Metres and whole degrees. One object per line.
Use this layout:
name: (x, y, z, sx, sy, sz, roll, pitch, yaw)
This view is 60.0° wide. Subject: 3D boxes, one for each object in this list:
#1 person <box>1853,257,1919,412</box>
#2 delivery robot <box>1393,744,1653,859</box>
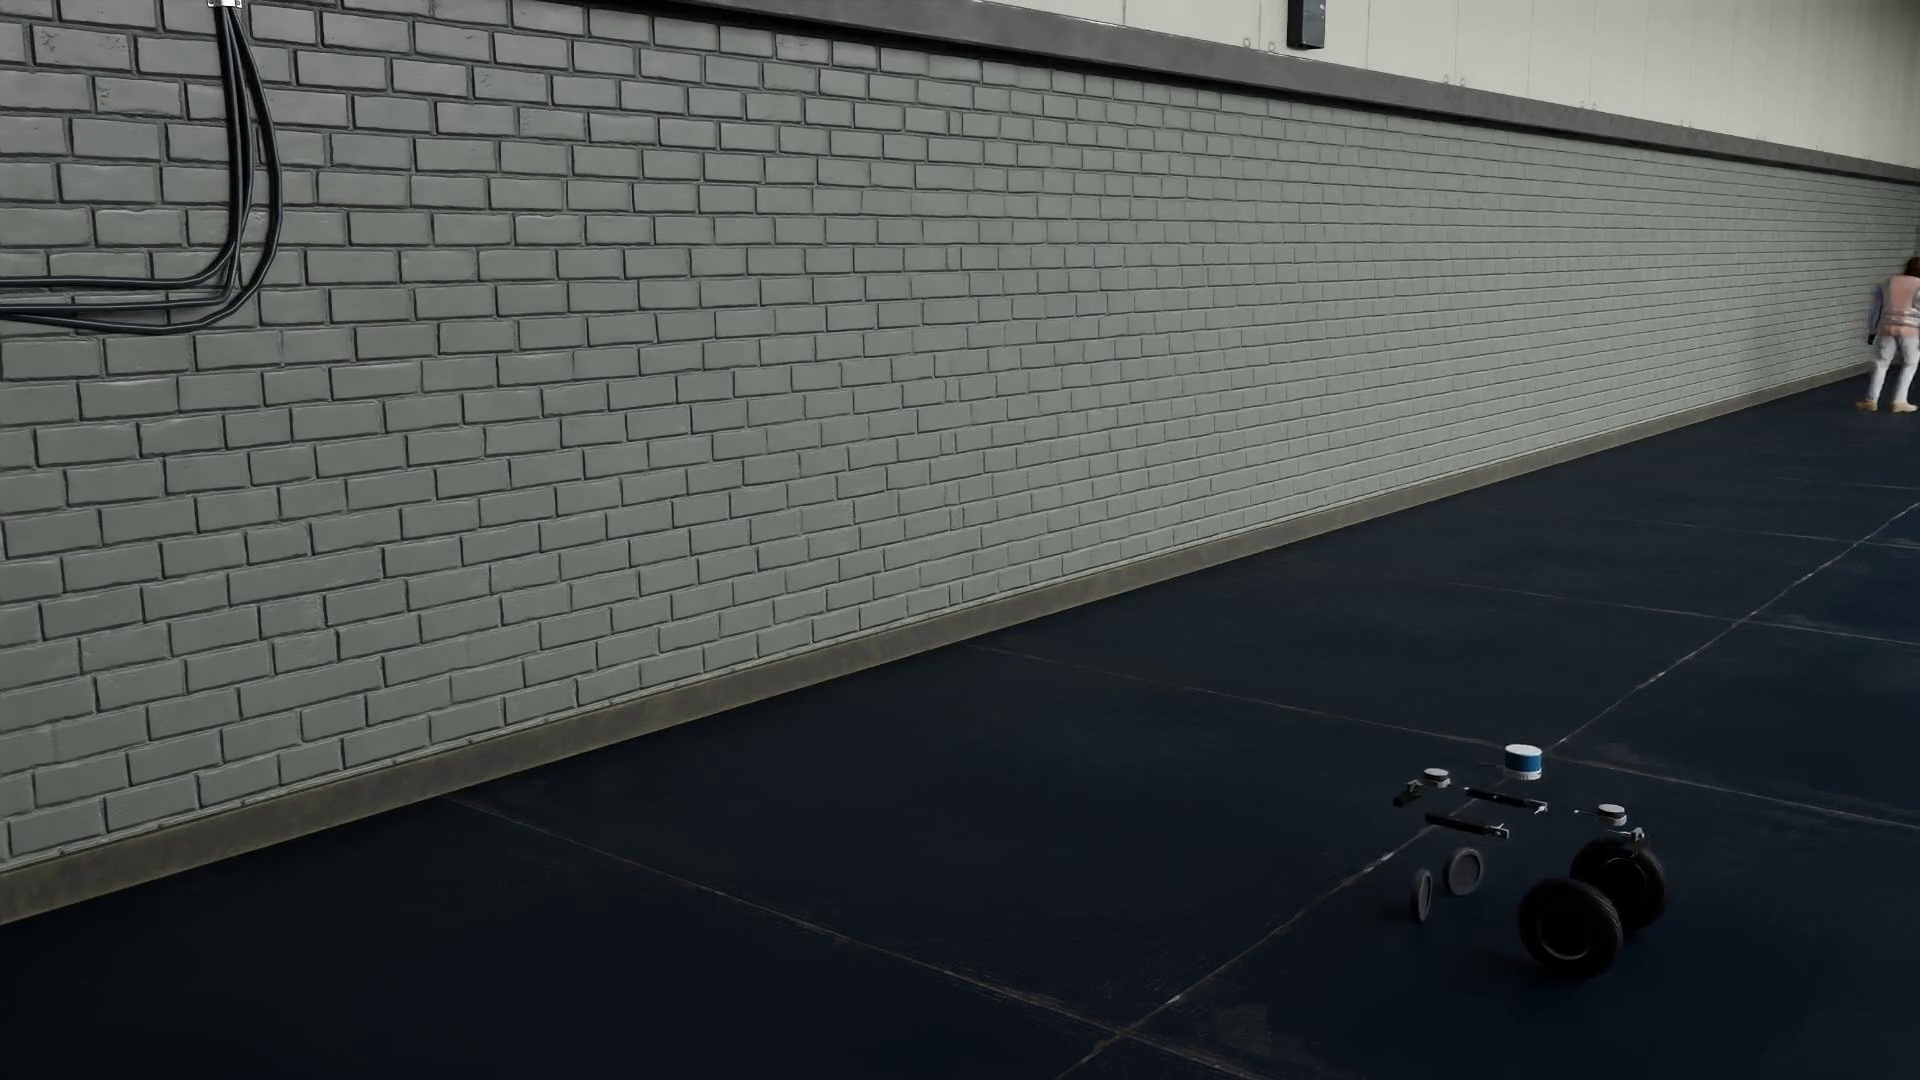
person: (11.064, -2.427, 19.659, 0.450, 1.806, 0.748, -9, 13, -40)
delivery robot: (1.624, 0.713, 4.815, 0.698, 0.223, 0.335, 8, 13, 38)
